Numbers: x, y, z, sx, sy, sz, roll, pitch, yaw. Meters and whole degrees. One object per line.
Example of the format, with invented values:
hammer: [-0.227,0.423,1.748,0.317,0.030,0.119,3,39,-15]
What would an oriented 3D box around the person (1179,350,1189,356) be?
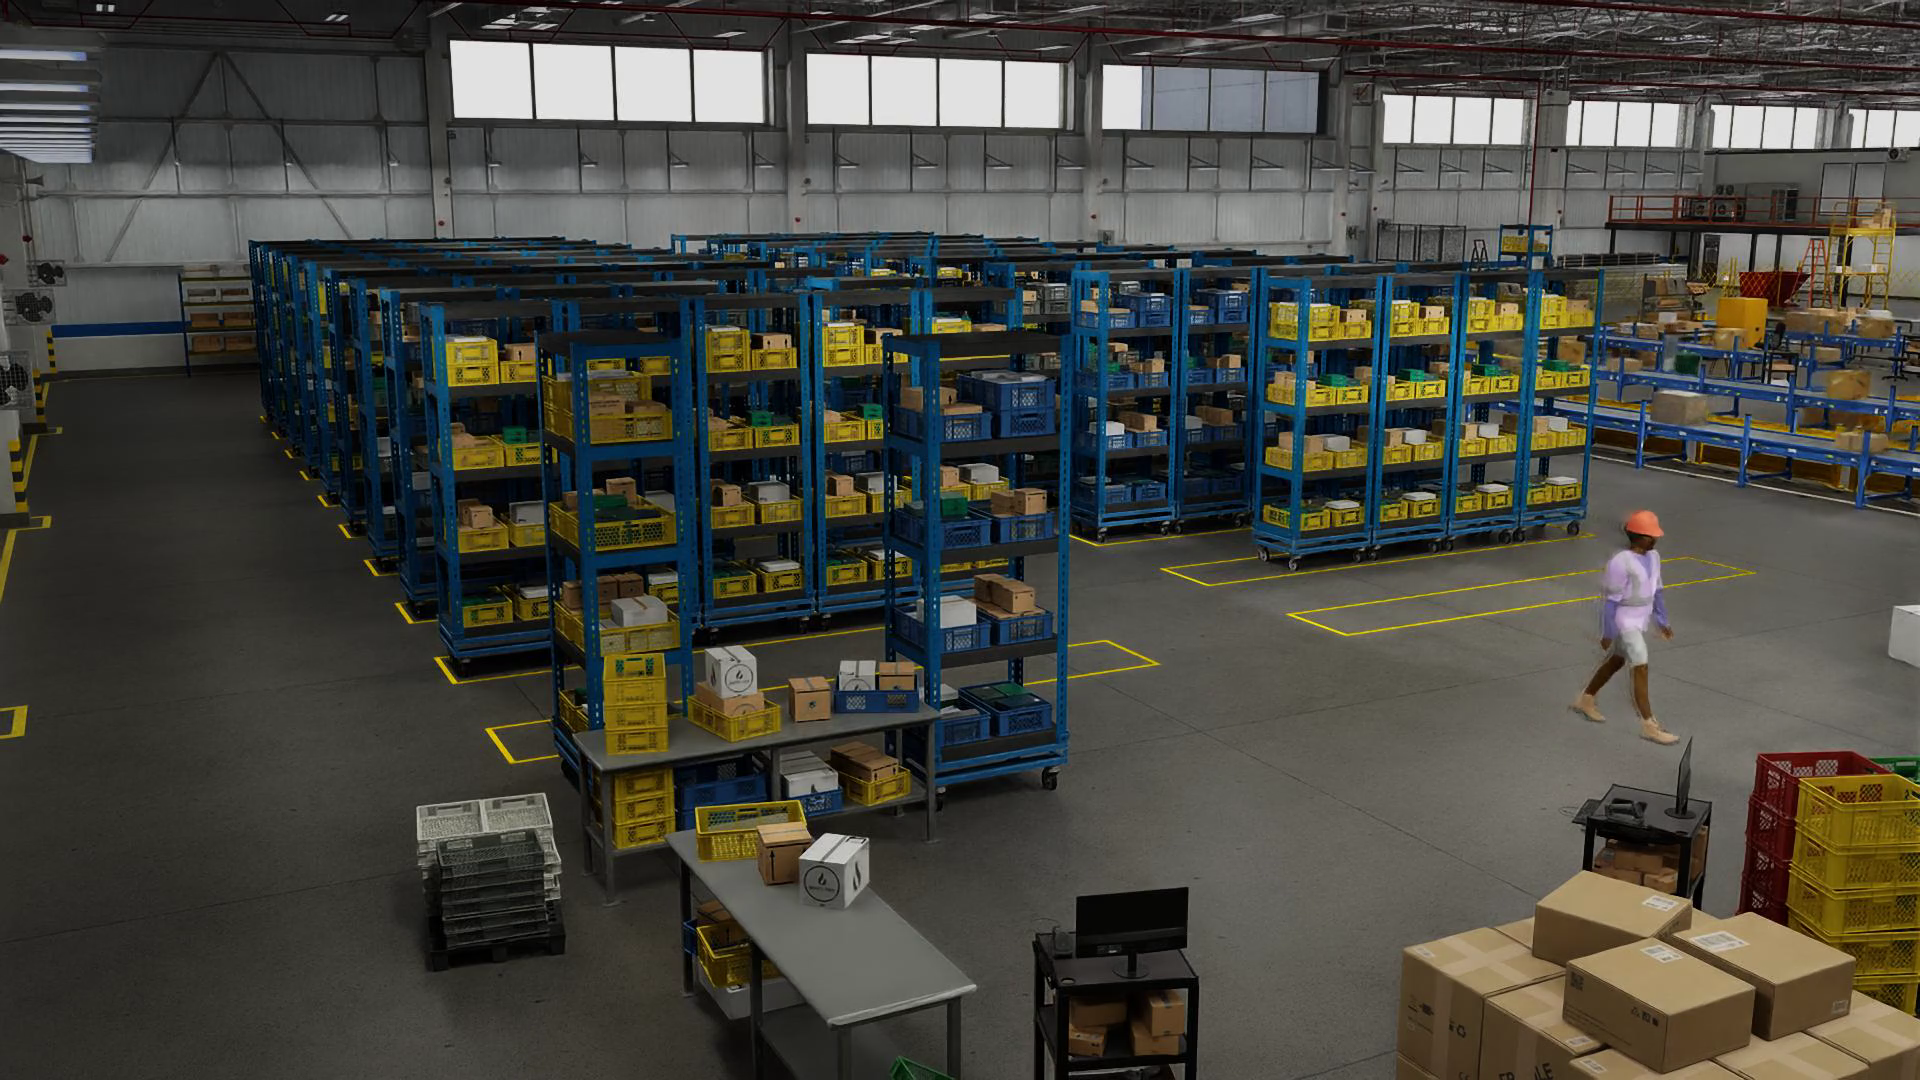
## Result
person: [4.944,-4.159,37.704,0.530,1.721,0.911,-3,12,-13]

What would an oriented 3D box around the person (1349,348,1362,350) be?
person: [7.512,-3.070,32.168,0.402,1.904,0.652,11,16,41]

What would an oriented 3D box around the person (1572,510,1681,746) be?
person: [5.773,0.705,14.324,0.632,1.999,1.045,-10,16,-40]

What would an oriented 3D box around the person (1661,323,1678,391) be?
person: [16.082,-4.104,37.668,0.520,1.616,0.405,-9,15,-37]

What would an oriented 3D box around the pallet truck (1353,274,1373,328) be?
pallet truck: [13.011,-8.050,55.243,0.823,1.965,1.885,-7,14,-28]
